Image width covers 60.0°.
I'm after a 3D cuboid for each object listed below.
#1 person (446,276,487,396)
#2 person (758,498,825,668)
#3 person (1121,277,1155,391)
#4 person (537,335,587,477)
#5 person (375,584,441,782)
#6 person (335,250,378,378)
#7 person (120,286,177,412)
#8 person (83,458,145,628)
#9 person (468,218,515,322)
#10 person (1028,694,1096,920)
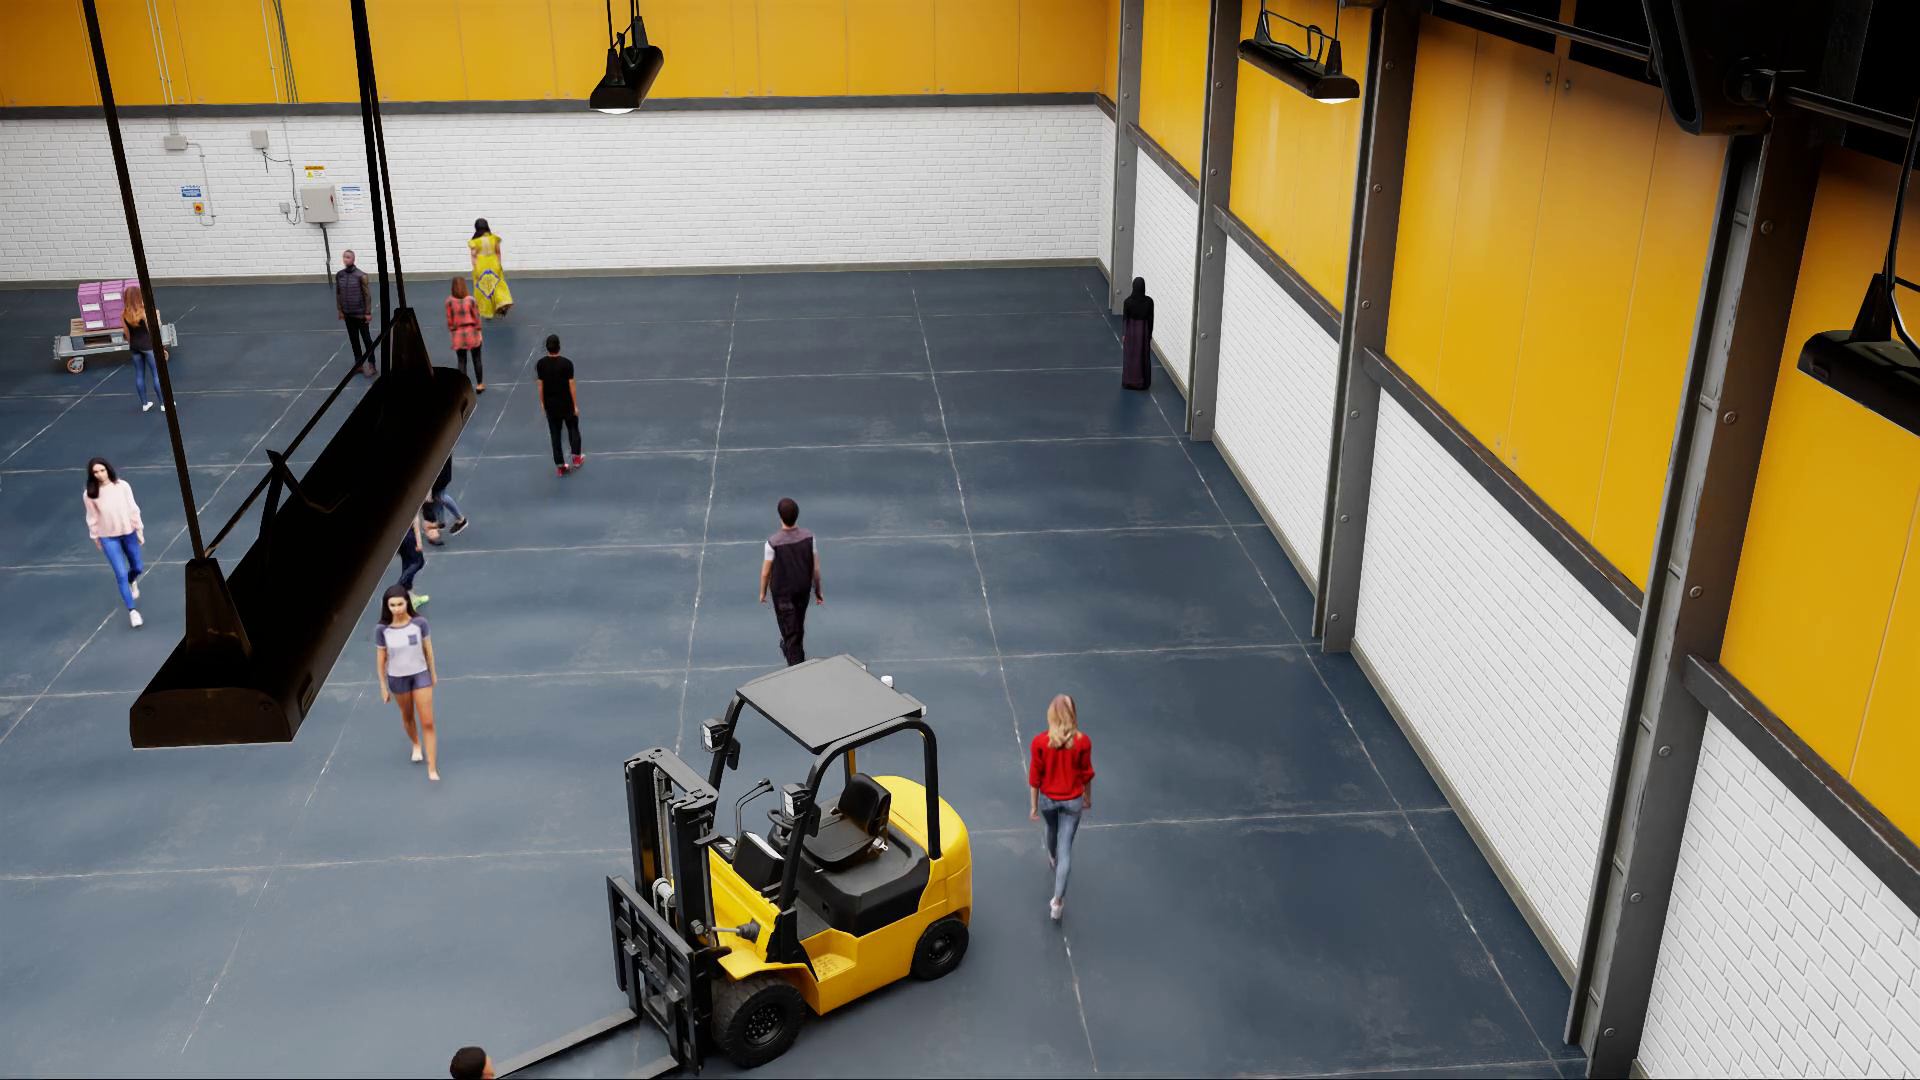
[{"bbox_3d":[-6.870,-2.826,23.086,0.607,1.704,0.607,-2,24,-4],"label":"person"},{"bbox_3d":[-1.507,0.539,15.252,0.983,1.813,1.208,-13,27,-27],"label":"person"},{"bbox_3d":[2.497,-2.923,23.418,0.613,1.614,0.609,1,24,1],"label":"person"},{"bbox_3d":[-4.901,-1.615,20.263,0.721,1.745,0.868,2,24,4],"label":"person"},{"bbox_3d":[-4.646,1.141,14.017,0.752,1.698,1.102,-8,25,-17],"label":"person"},{"bbox_3d":[-8.692,-3.270,23.939,0.775,1.834,0.716,7,25,16],"label":"person"},{"bbox_3d":[-11.062,-2.591,22.523,0.630,1.723,0.579,2,24,5],"label":"person"},{"bbox_3d":[-8.422,-0.035,16.642,0.947,1.750,1.116,-15,28,-31],"label":"person"},{"bbox_3d":[-7.502,-4.293,26.512,0.962,1.646,1.046,-17,29,-33],"label":"person"},{"bbox_3d":[0.738,1.972,12.172,0.754,1.653,1.181,1,24,3],"label":"person"}]
